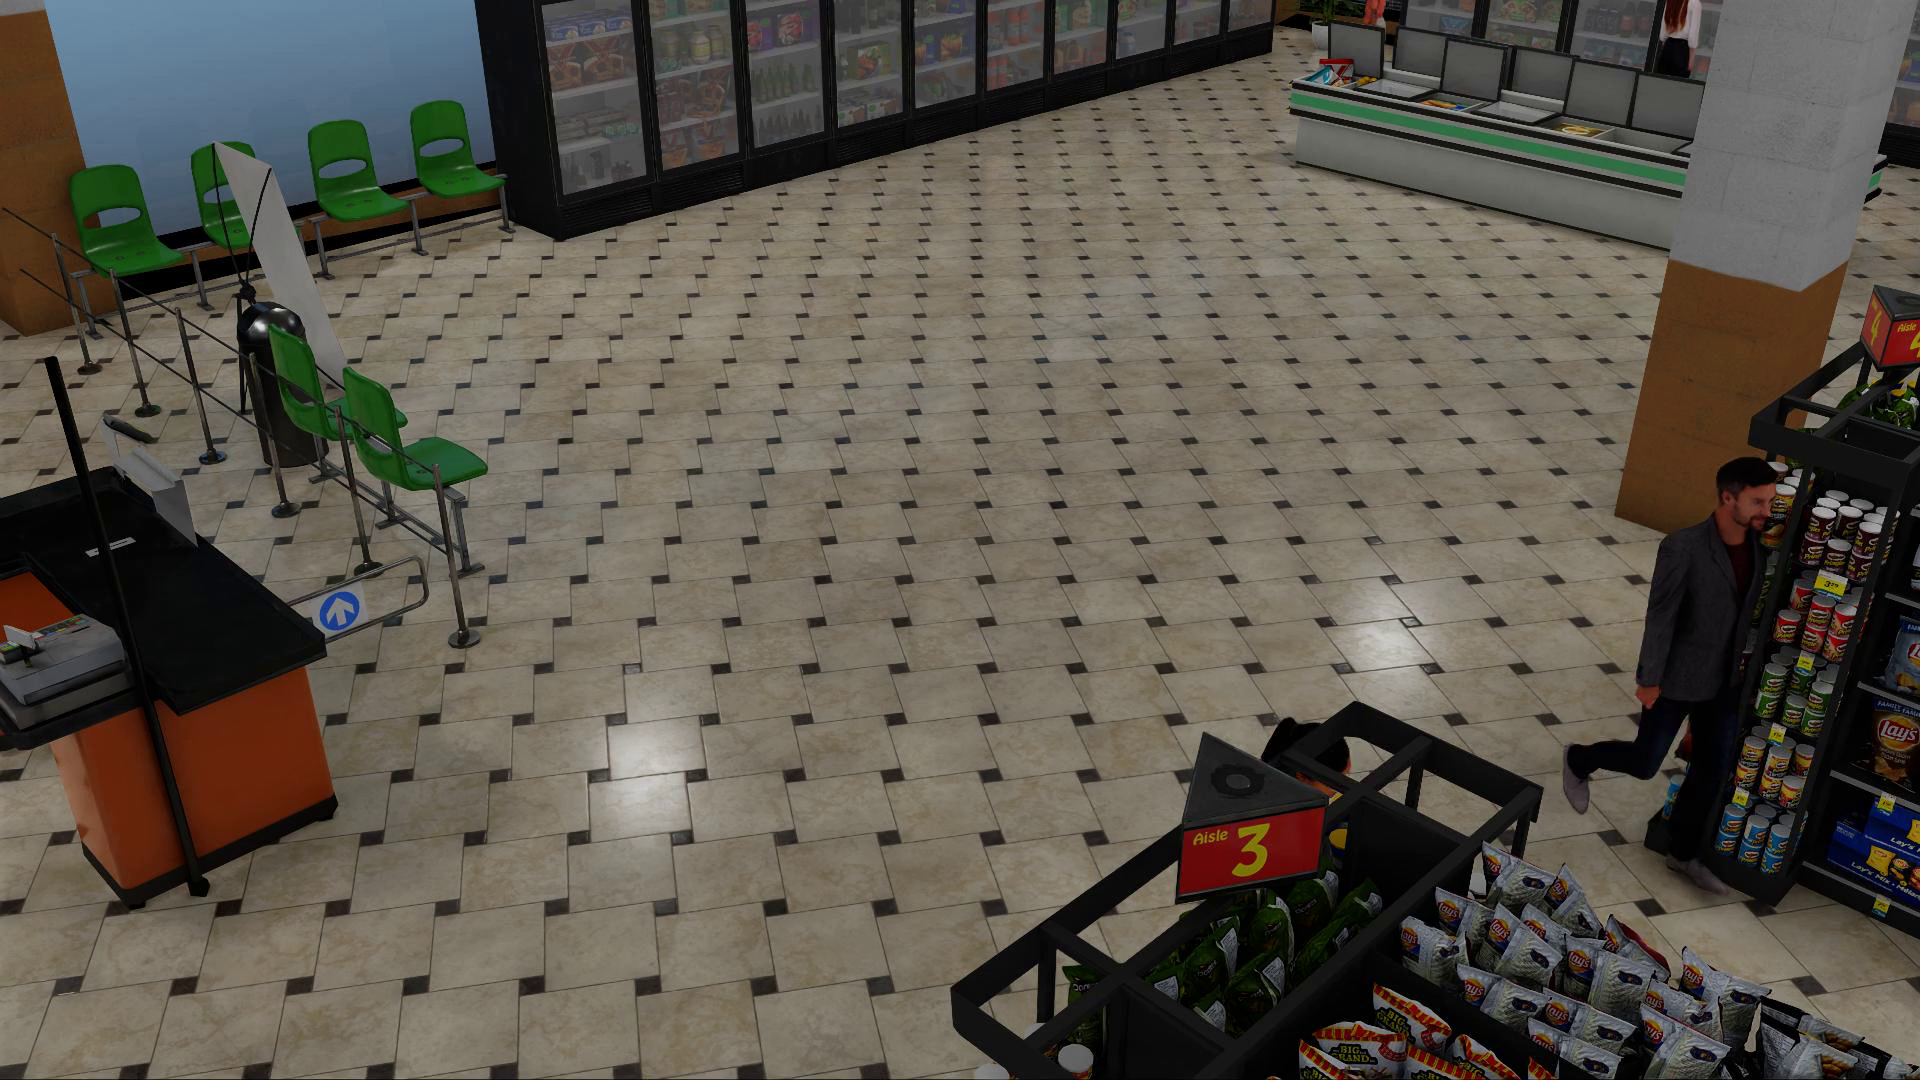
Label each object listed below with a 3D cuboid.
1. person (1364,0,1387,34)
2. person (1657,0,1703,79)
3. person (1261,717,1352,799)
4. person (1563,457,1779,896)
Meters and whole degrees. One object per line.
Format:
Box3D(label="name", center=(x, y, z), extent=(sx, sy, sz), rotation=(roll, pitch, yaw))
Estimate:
Box3D(label="person", center=(4.697, -5.751, 18.622), extent=(0.658, 1.297, 0.531), rotation=(20, 34, 32))
Box3D(label="person", center=(6.964, -4.686, 16.188), extent=(0.715, 1.760, 0.565), rotation=(-12, 31, -21))
Box3D(label="person", center=(0.958, 1.255, 5.453), extent=(0.747, 1.619, 0.708), rotation=(4, 29, 7))
Box3D(label="person", center=(2.860, 0.498, 6.598), extent=(0.974, 1.851, 1.177), rotation=(-9, 30, -17))
